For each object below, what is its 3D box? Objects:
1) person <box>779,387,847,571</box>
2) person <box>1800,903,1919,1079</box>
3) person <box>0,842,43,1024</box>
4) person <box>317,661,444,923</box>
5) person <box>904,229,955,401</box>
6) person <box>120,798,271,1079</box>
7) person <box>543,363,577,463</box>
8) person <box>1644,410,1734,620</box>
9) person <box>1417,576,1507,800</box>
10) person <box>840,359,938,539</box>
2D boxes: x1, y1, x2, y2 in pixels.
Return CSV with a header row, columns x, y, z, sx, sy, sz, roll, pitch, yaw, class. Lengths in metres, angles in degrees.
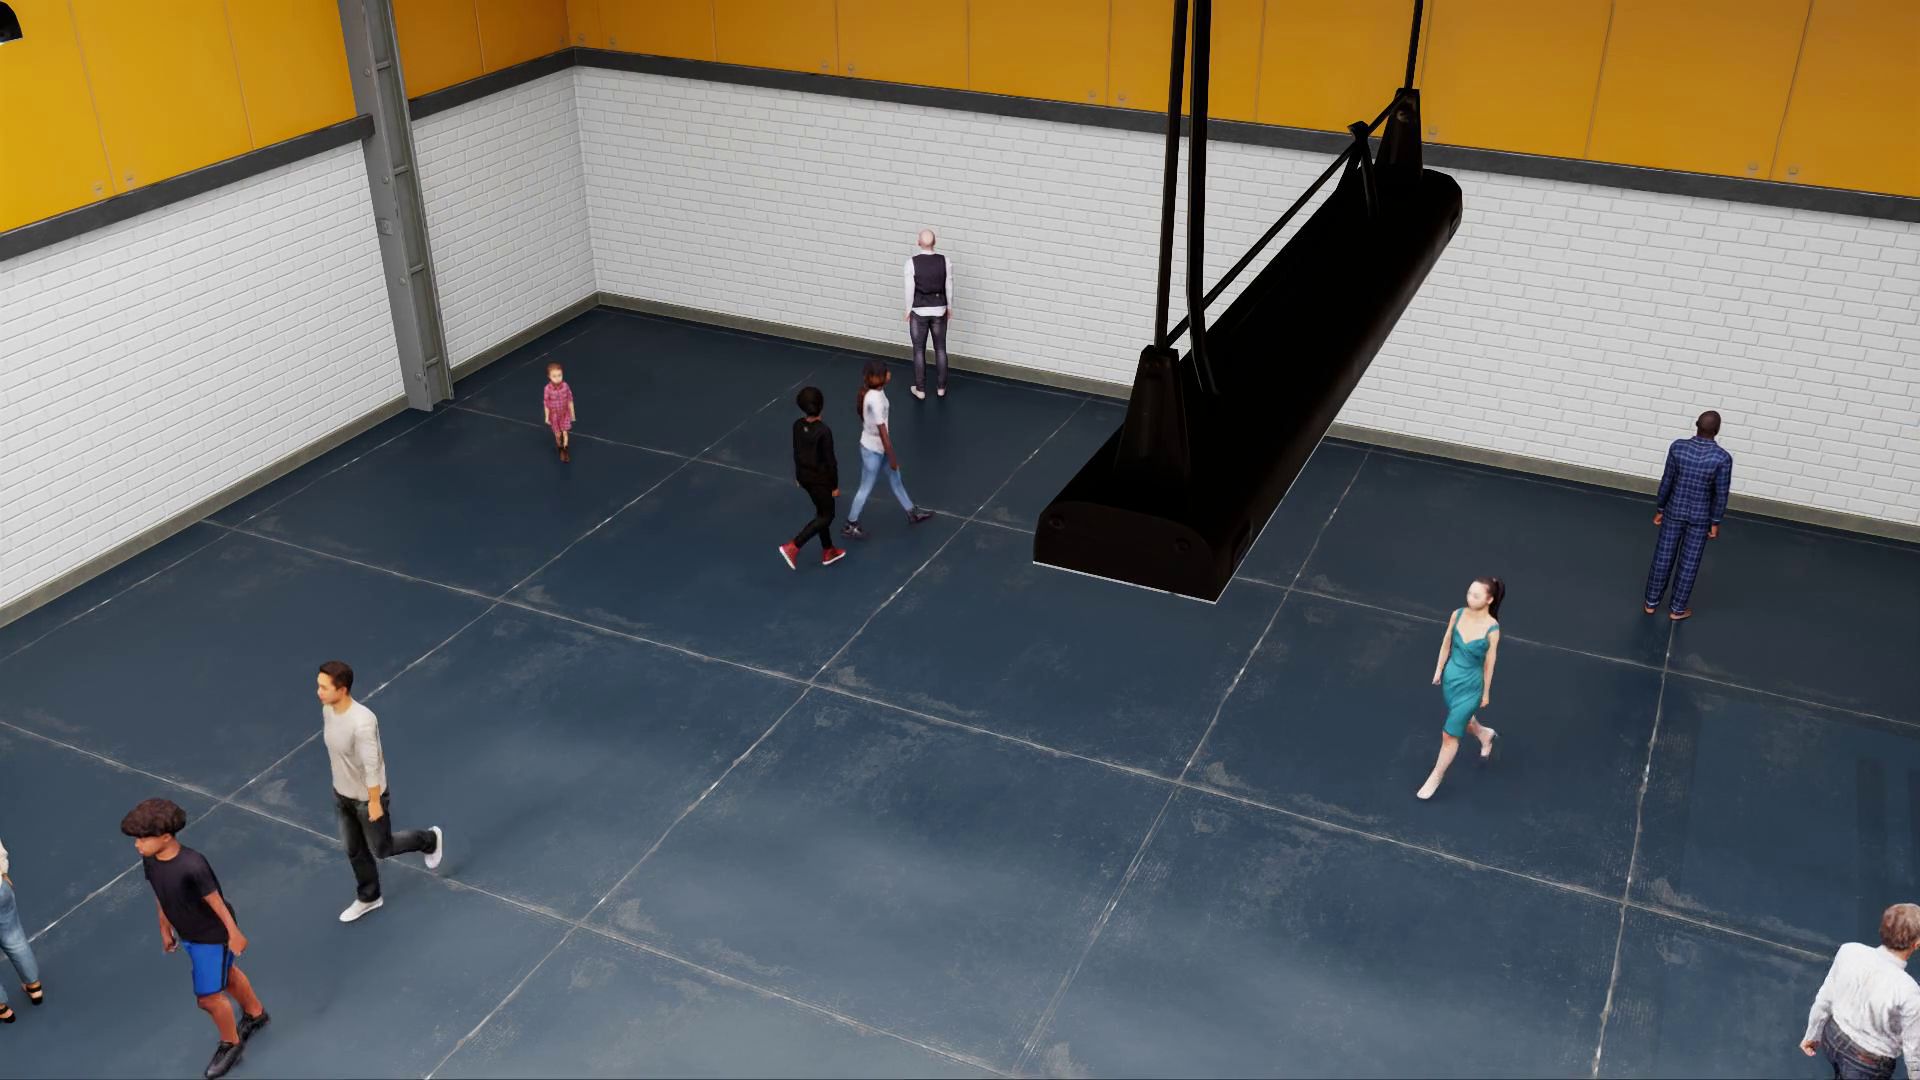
x,y,z,sx,sy,sz,roll,pitch,yaw,class
-1.262,-0.462,14.038,1.021,1.637,0.804,-24,37,-37,person
4.408,2.600,8.291,1.203,1.764,1.163,-9,30,-16,person
-5.589,2.031,9.421,0.712,1.682,0.524,18,33,29,person
-3.615,1.501,10.273,0.773,1.795,1.040,20,35,33,person
-0.329,-2.354,17.310,0.780,1.824,0.822,-8,30,-14,person
-4.113,2.108,9.192,0.638,1.766,0.753,15,32,25,person
-3.894,-1.259,16.145,0.491,1.019,0.563,-13,31,-23,person
5.853,-0.212,13.383,0.723,1.824,0.673,19,34,31,person
3.495,0.982,11.366,1.090,1.659,0.894,-18,33,-30,person
-0.819,-0.761,14.541,1.007,1.679,1.122,-2,29,-4,person
